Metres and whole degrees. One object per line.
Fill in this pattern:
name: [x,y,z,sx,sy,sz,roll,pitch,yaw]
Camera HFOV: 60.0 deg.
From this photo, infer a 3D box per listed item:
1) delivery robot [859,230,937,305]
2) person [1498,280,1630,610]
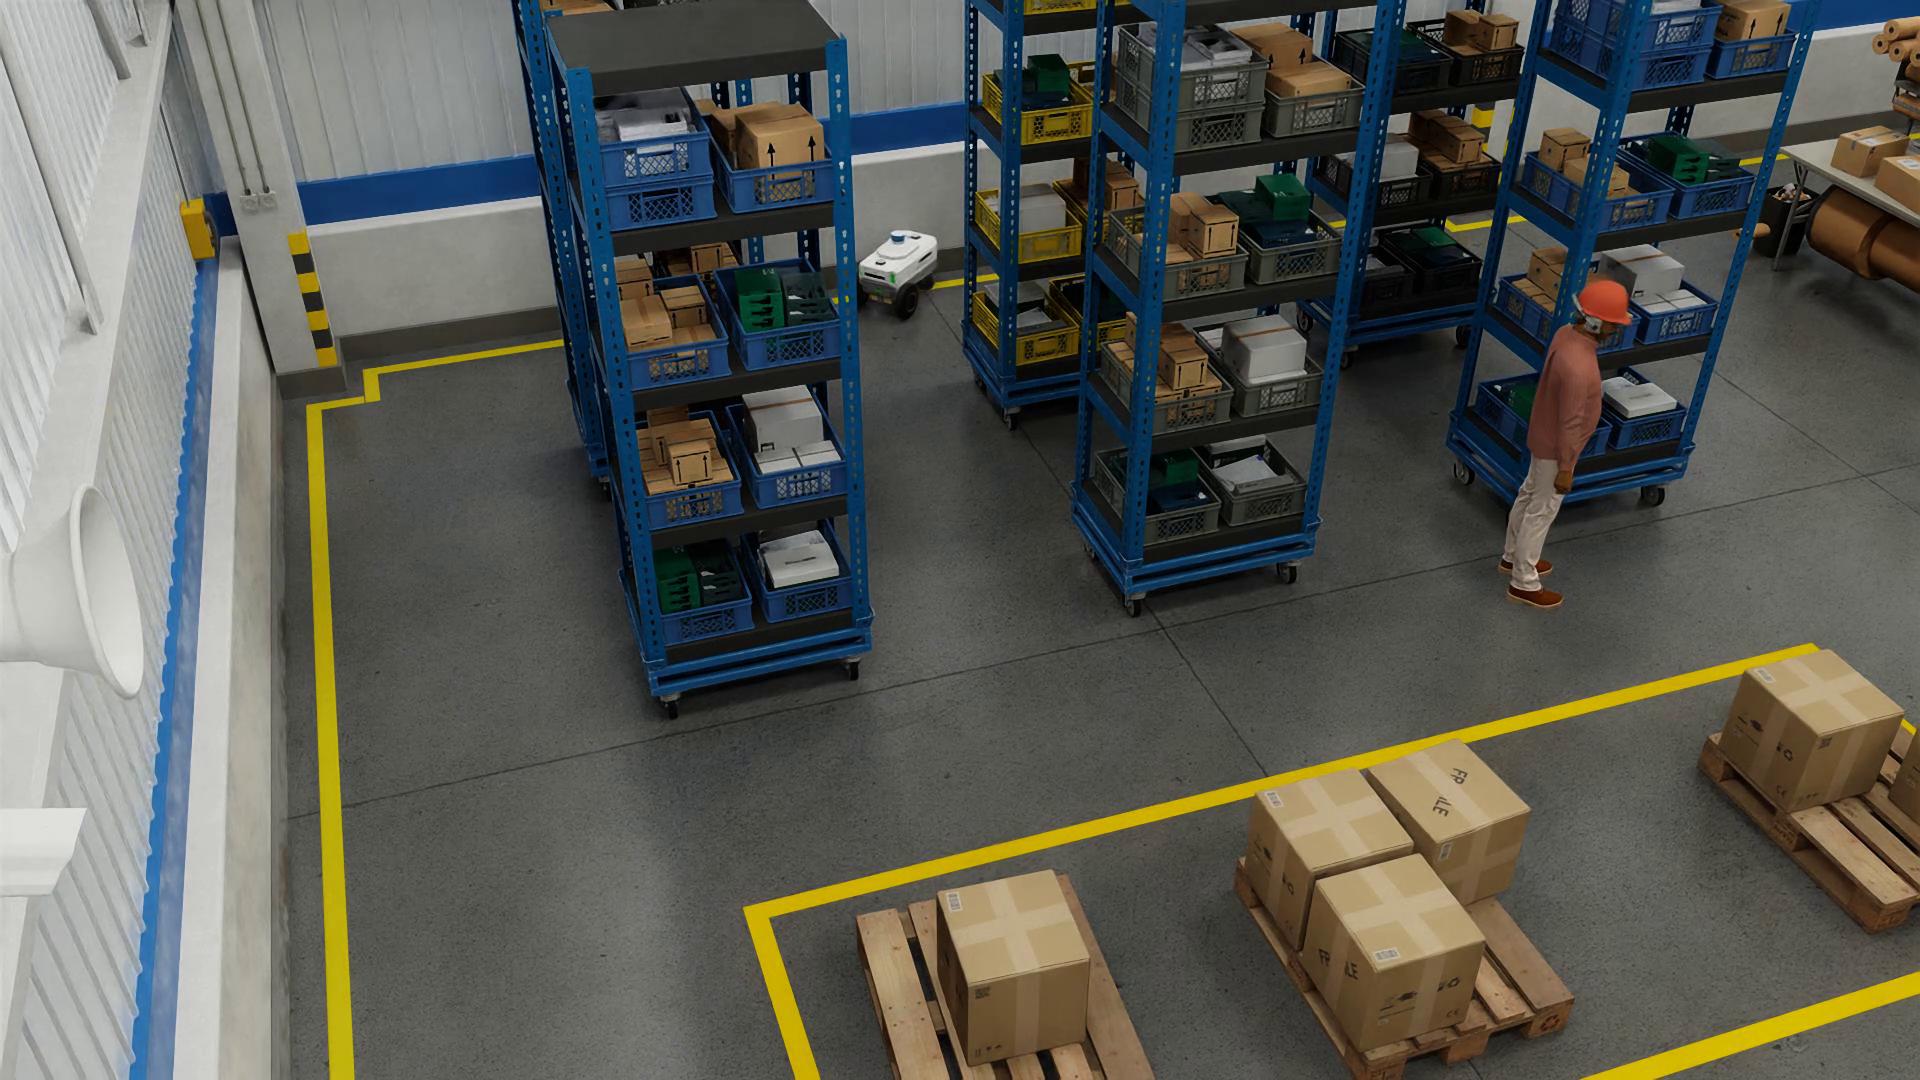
delivery robot: [-0.467,-2.128,12.726,0.477,0.478,0.707,18,39,23]
person: [3.372,-0.541,9.322,0.392,1.986,0.611,5,36,8]
